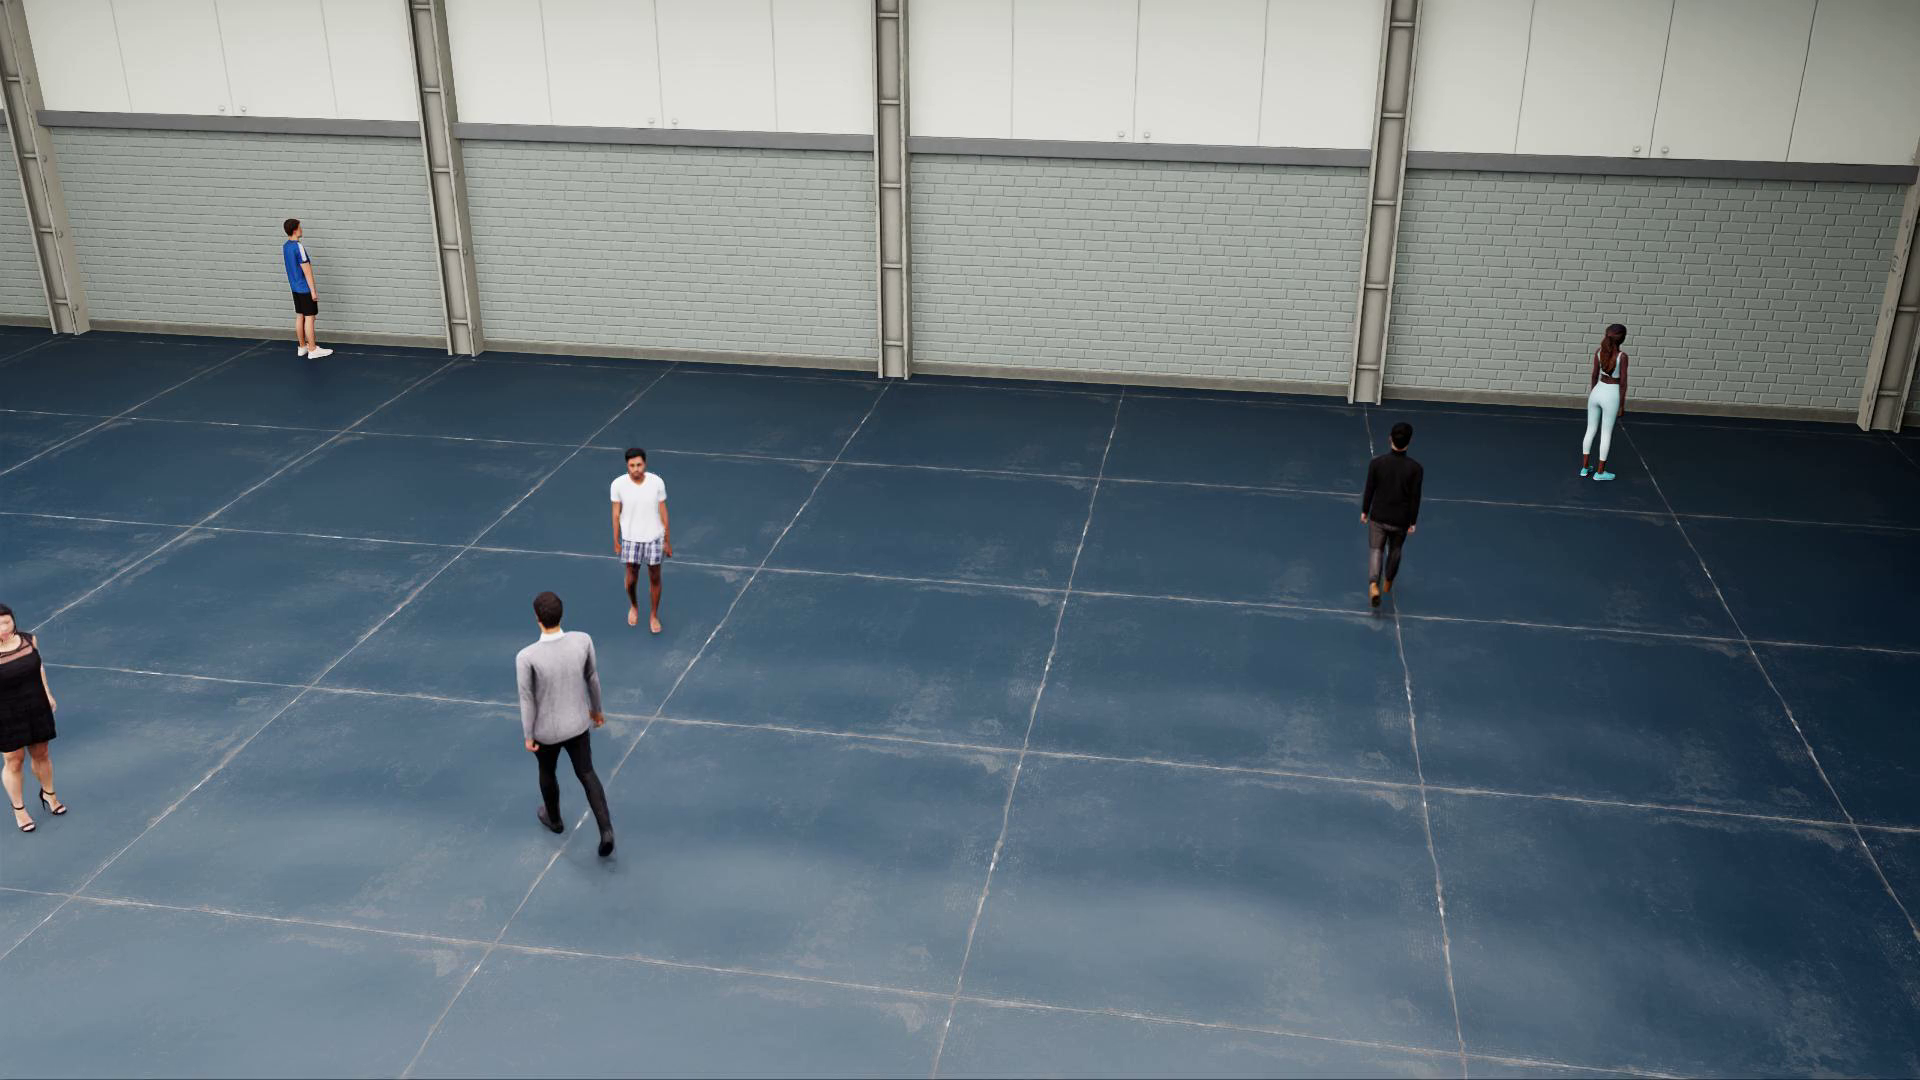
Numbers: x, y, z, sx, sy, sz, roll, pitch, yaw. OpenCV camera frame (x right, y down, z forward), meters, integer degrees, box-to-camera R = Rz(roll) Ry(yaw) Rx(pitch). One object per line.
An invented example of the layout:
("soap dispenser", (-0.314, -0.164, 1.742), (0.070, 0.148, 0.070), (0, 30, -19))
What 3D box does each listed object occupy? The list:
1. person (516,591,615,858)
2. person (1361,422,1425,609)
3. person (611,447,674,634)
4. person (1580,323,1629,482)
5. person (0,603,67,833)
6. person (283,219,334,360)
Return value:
("person", (-2.662, 1.263, 11.271), (1.218, 1.932, 1.291), (-16, 28, -33))
("person", (3.882, -0.210, 15.027), (0.990, 1.703, 0.790), (6, 24, 15))
("person", (-2.784, -0.043, 14.614), (0.720, 1.718, 0.815), (-7, 24, -16))
("person", (7.000, -1.508, 18.051), (0.712, 1.724, 0.651), (-15, 27, -32))
("person", (-6.603, 1.218, 11.649), (0.727, 1.718, 0.739), (13, 26, 29))
("person", (-8.821, -3.386, 22.285), (0.691, 1.866, 0.810), (18, 29, 36))
